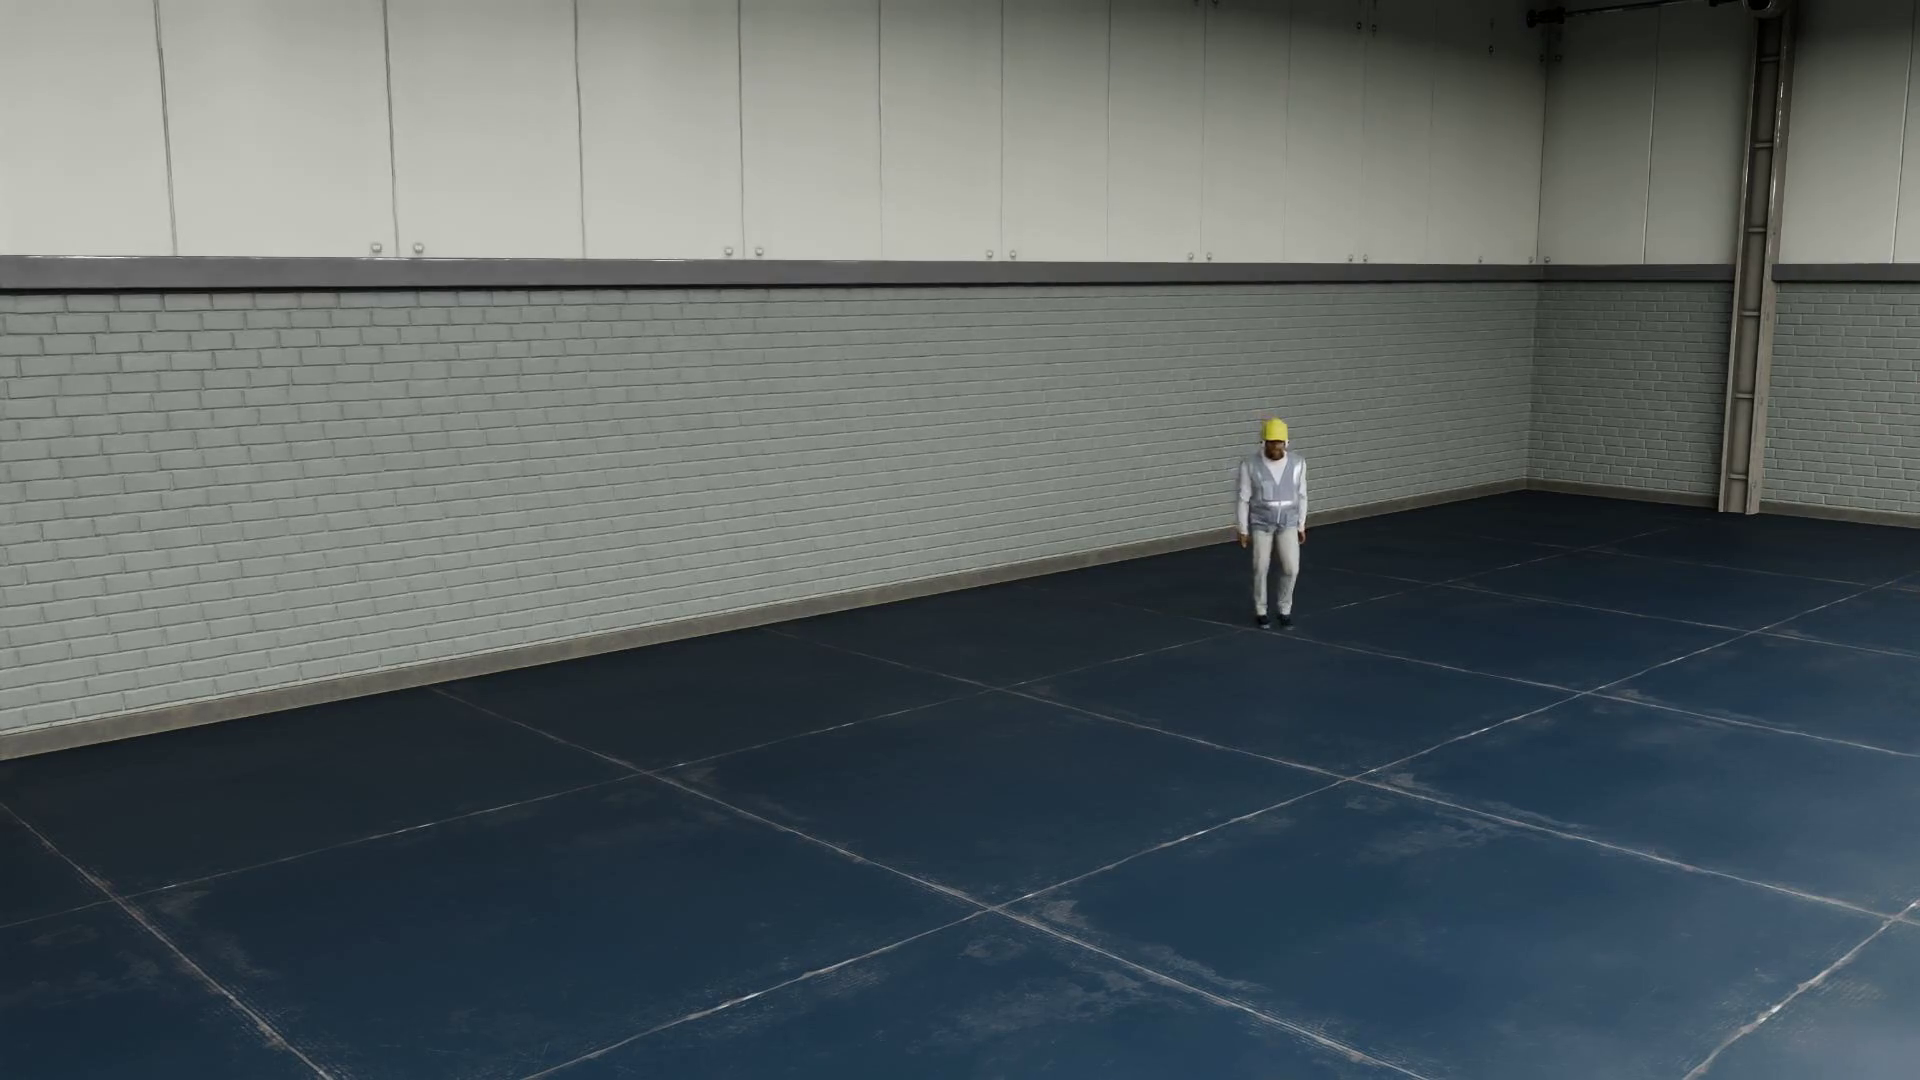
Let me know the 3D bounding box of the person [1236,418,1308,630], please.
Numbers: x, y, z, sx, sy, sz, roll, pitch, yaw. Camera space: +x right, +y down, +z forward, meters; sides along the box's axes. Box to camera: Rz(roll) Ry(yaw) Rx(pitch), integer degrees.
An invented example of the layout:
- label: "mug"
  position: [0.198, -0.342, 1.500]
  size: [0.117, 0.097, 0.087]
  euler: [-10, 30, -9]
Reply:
- label: "person"
  position: [2.639, -0.122, 14.032]
  size: [0.621, 1.808, 0.562]
  euler: [0, 9, -3]
